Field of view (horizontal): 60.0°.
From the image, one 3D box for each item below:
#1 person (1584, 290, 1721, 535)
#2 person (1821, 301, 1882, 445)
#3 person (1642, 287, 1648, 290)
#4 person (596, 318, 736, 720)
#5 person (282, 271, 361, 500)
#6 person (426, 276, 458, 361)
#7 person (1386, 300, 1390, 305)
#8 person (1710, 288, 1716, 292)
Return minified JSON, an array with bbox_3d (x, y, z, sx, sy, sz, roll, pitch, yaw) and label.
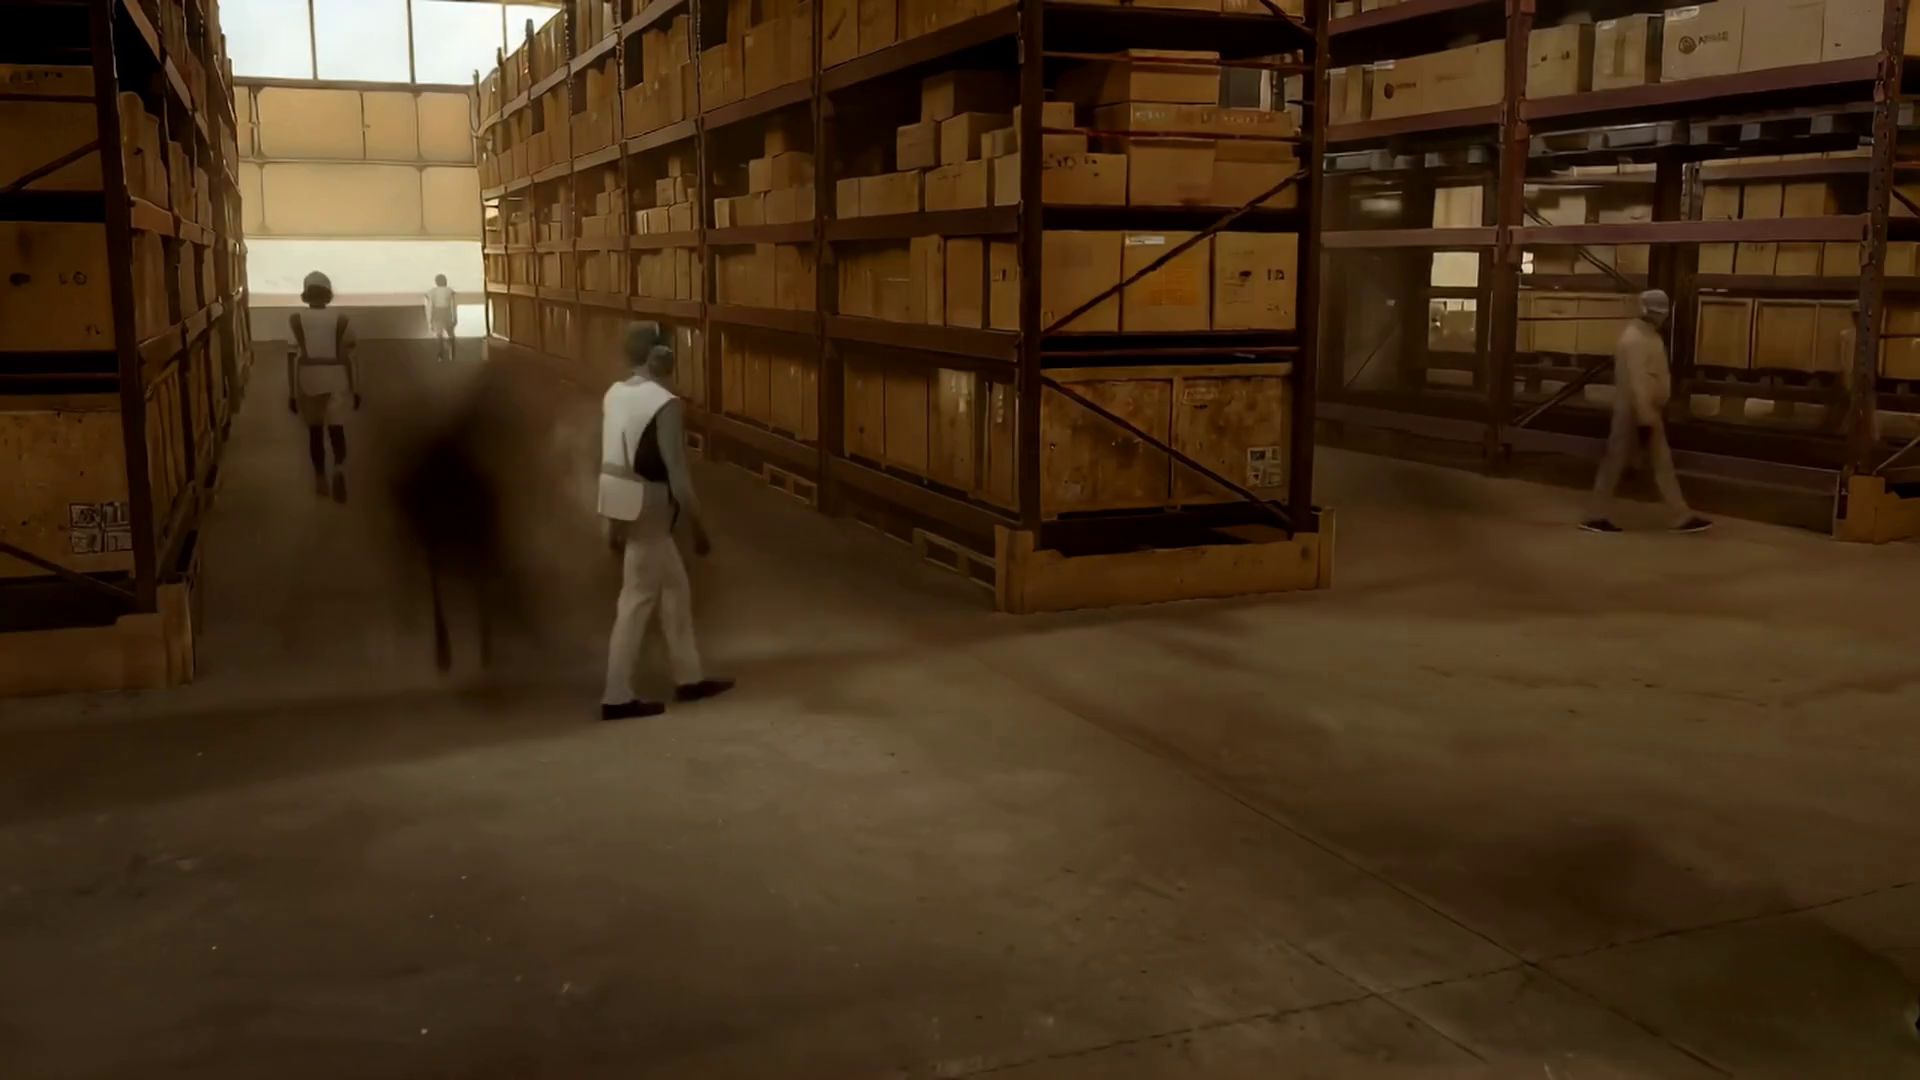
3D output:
[{"bbox_3d":[5.229,-0.938,12.532,0.992,1.852,0.667,7,12,34],"label":"person"},{"bbox_3d":[8.895,-1.520,16.447,0.531,1.722,0.908,-2,10,-14],"label":"person"},{"bbox_3d":[16.197,-5.284,39.094,0.866,1.680,0.587,0,9,-1],"label":"person"},{"bbox_3d":[-1.307,-0.096,7.609,0.840,1.809,0.581,-6,11,-33],"label":"person"},{"bbox_3d":[-5.570,-1.349,14.577,0.618,2.013,0.935,-4,10,-24],"label":"person"},{"bbox_3d":[-10.917,-4.652,35.055,0.649,1.814,0.792,-2,10,-11],"label":"person"},{"bbox_3d":[10.464,-5.657,41.246,0.540,1.710,0.513,-4,10,-21],"label":"person"},{"bbox_3d":[16.757,-4.976,36.759,0.374,1.843,0.568,-2,10,-9],"label":"person"}]
